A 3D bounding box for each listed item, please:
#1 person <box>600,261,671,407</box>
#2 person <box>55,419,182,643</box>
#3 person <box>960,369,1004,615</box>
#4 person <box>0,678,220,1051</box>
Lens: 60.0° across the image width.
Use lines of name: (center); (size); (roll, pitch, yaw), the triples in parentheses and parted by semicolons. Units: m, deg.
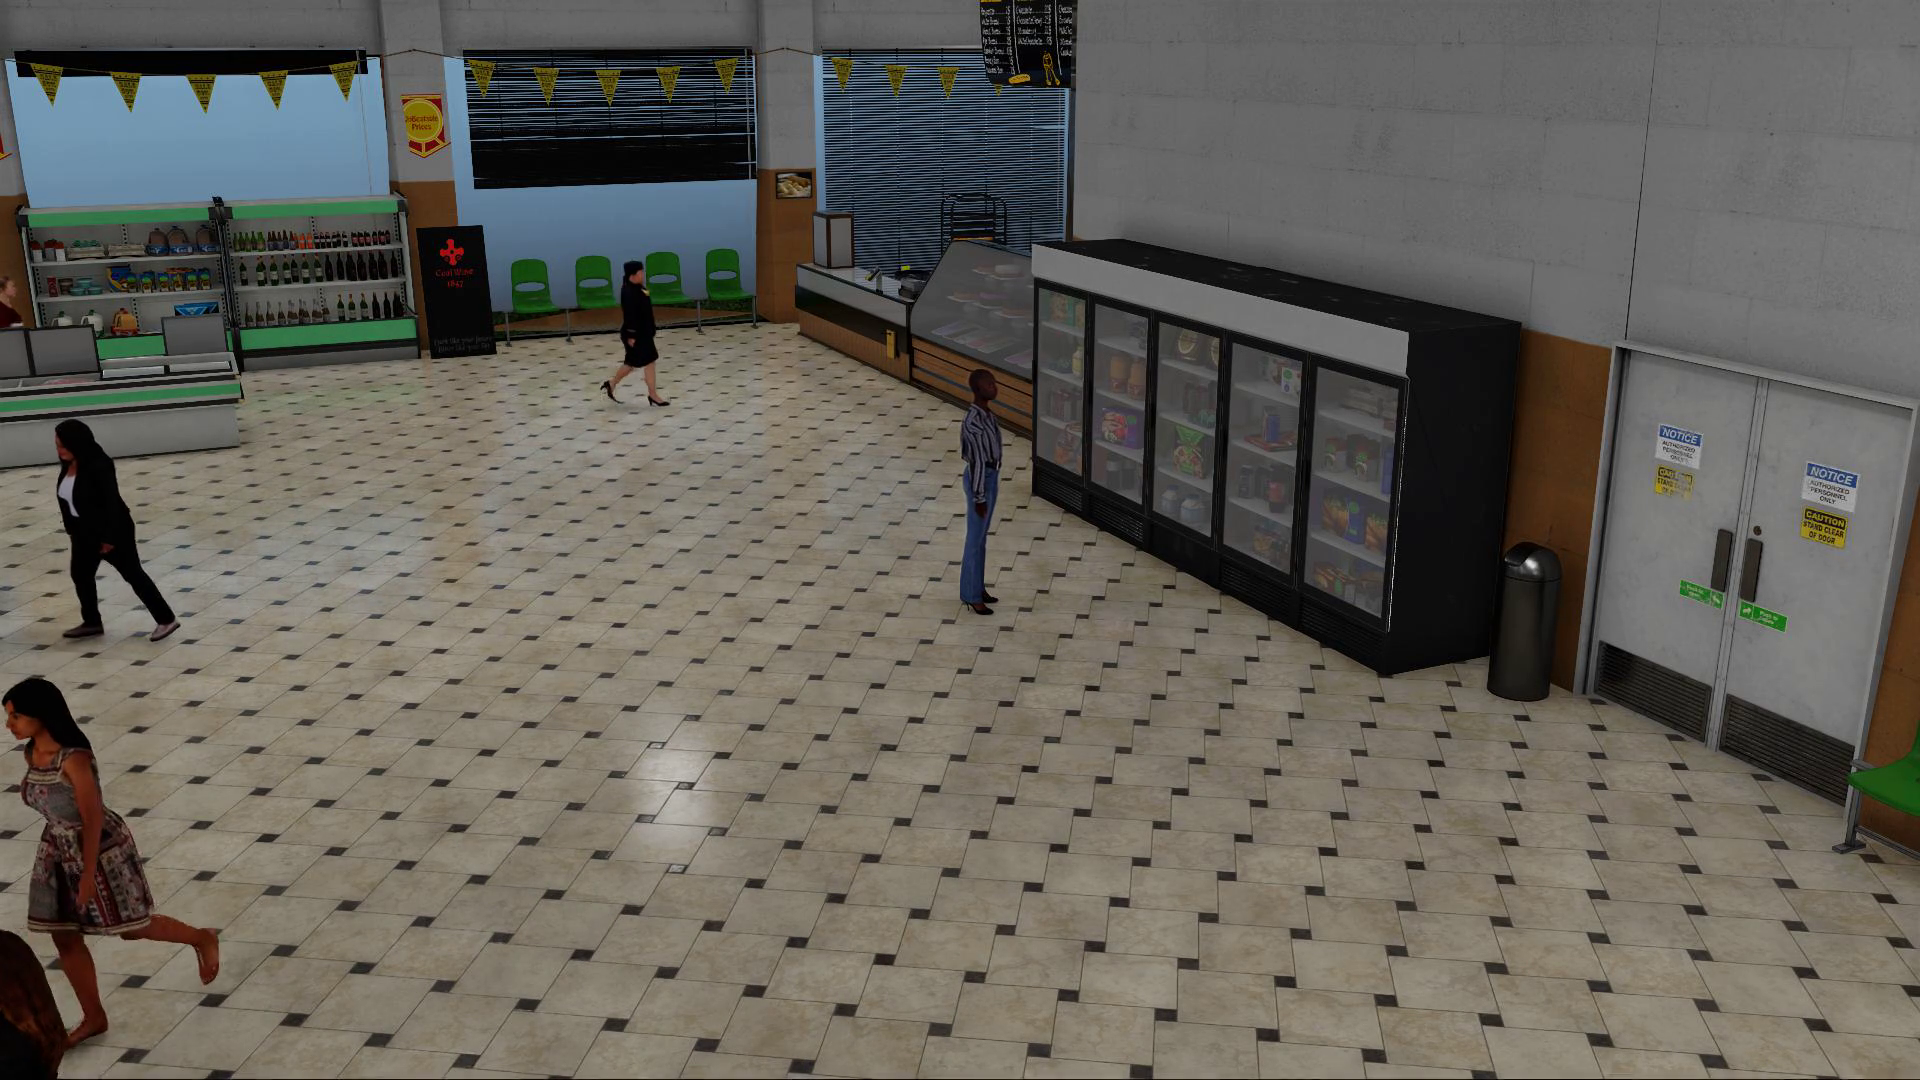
person: (-3.719, -2.301, 18.767); (1.147, 1.644, 0.959); (0, 17, 0)
person: (-5.949, -0.054, 11.463); (0.982, 1.589, 1.023); (8, 18, 24)
person: (0.149, -0.365, 12.131); (0.740, 1.795, 0.718); (3, 17, 10)
person: (-3.565, 1.305, 6.941); (1.000, 1.615, 1.102); (7, 18, 23)
